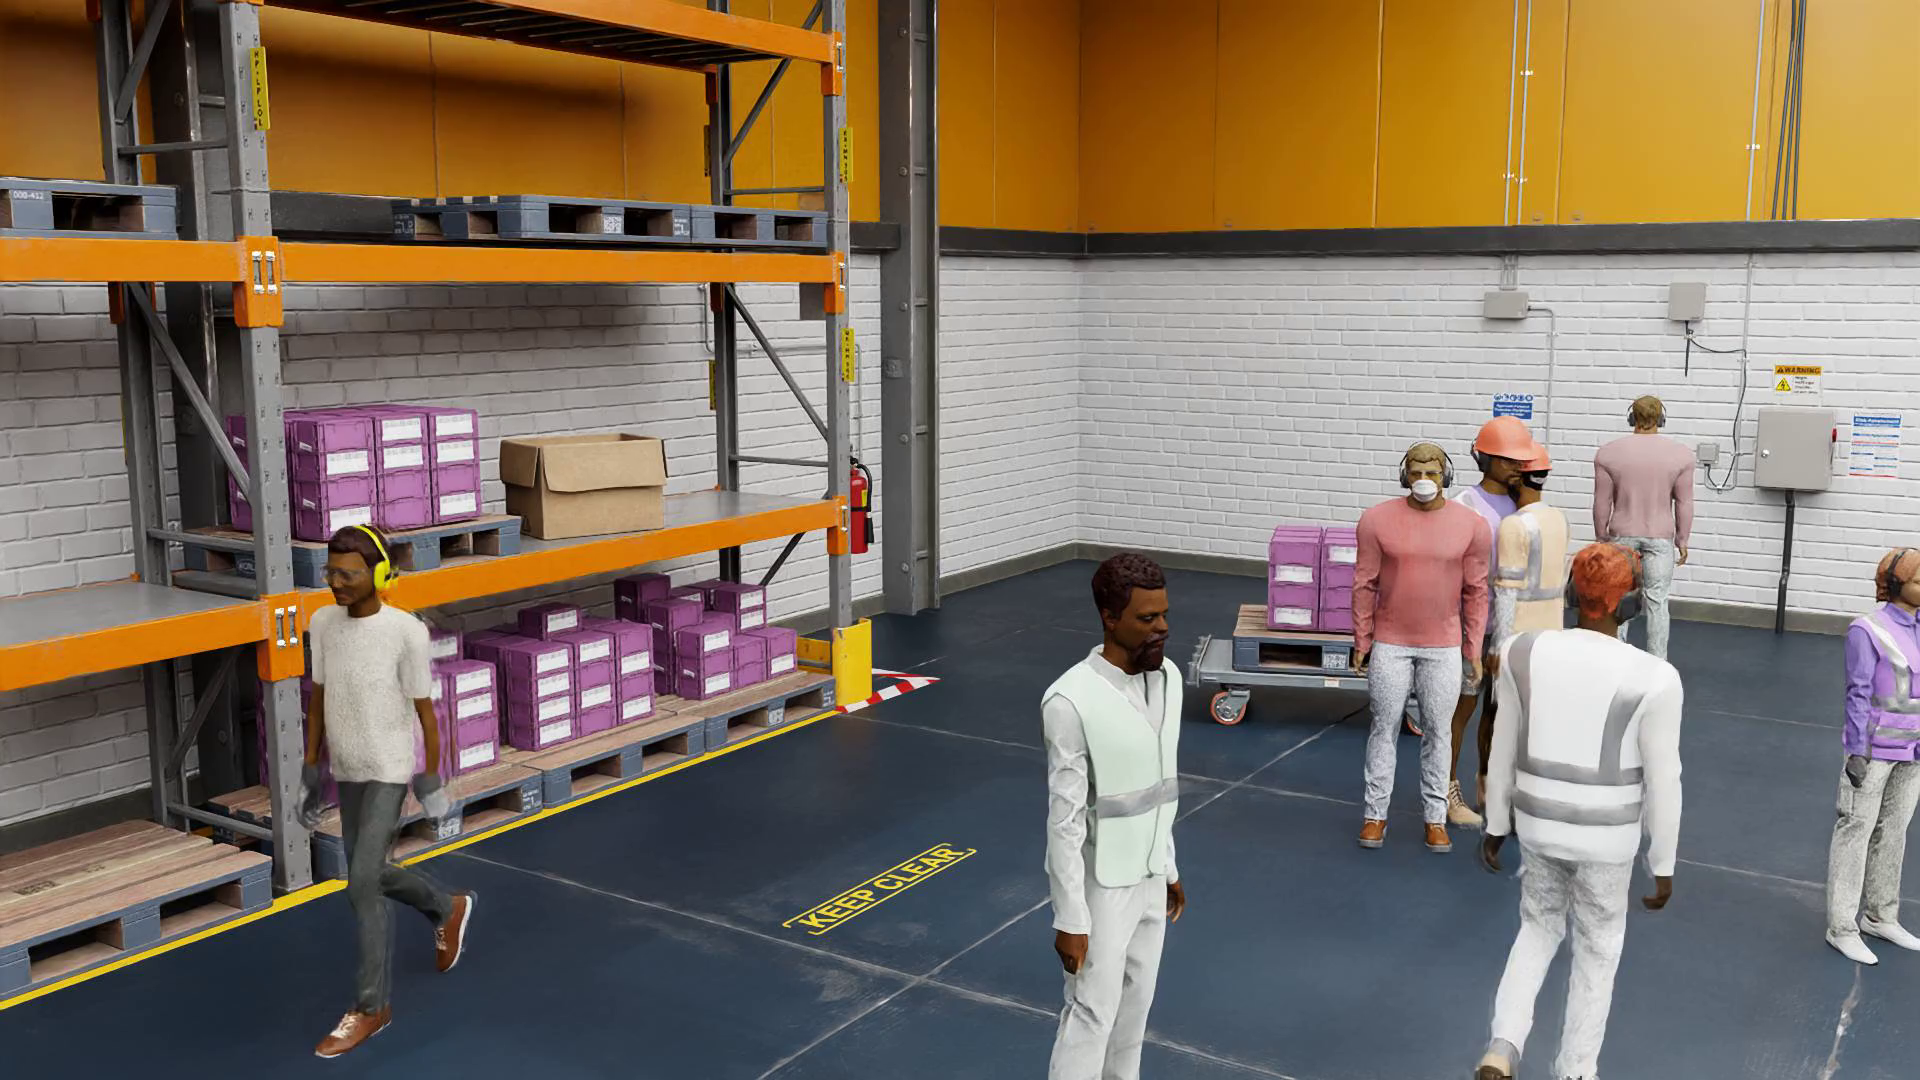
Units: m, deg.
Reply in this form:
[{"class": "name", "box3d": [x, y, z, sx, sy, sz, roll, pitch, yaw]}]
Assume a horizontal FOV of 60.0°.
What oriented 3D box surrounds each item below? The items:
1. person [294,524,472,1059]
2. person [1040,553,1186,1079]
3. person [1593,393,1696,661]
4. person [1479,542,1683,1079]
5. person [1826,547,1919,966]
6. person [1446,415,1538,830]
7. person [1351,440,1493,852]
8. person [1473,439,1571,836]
[{"class": "person", "box3d": [-2.066, 0.829, 5.995, 0.507, 1.839, 0.812, 4, 10, 25]}, {"class": "person", "box3d": [0.440, 0.979, 4.752, 0.376, 1.917, 0.600, 6, 11, 36]}, {"class": "person", "box3d": [4.532, -0.004, 11.075, 0.632, 1.940, 0.372, 4, 9, 22]}, {"class": "person", "box3d": [1.901, 0.936, 5.168, 0.608, 1.871, 0.497, 8, 12, 42]}, {"class": "person", "box3d": [3.672, 0.837, 6.571, 0.514, 1.642, 0.311, -4, 10, -26]}, {"class": "person", "box3d": [2.598, 0.407, 8.121, 0.601, 2.035, 0.411, -5, 10, -30]}, {"class": "person", "box3d": [2.150, 0.498, 7.808, 0.627, 1.941, 0.371, 2, 9, 14]}, {"class": "person", "box3d": [2.722, 0.463, 8.106, 0.547, 1.926, 0.400, -8, 12, -44]}]
